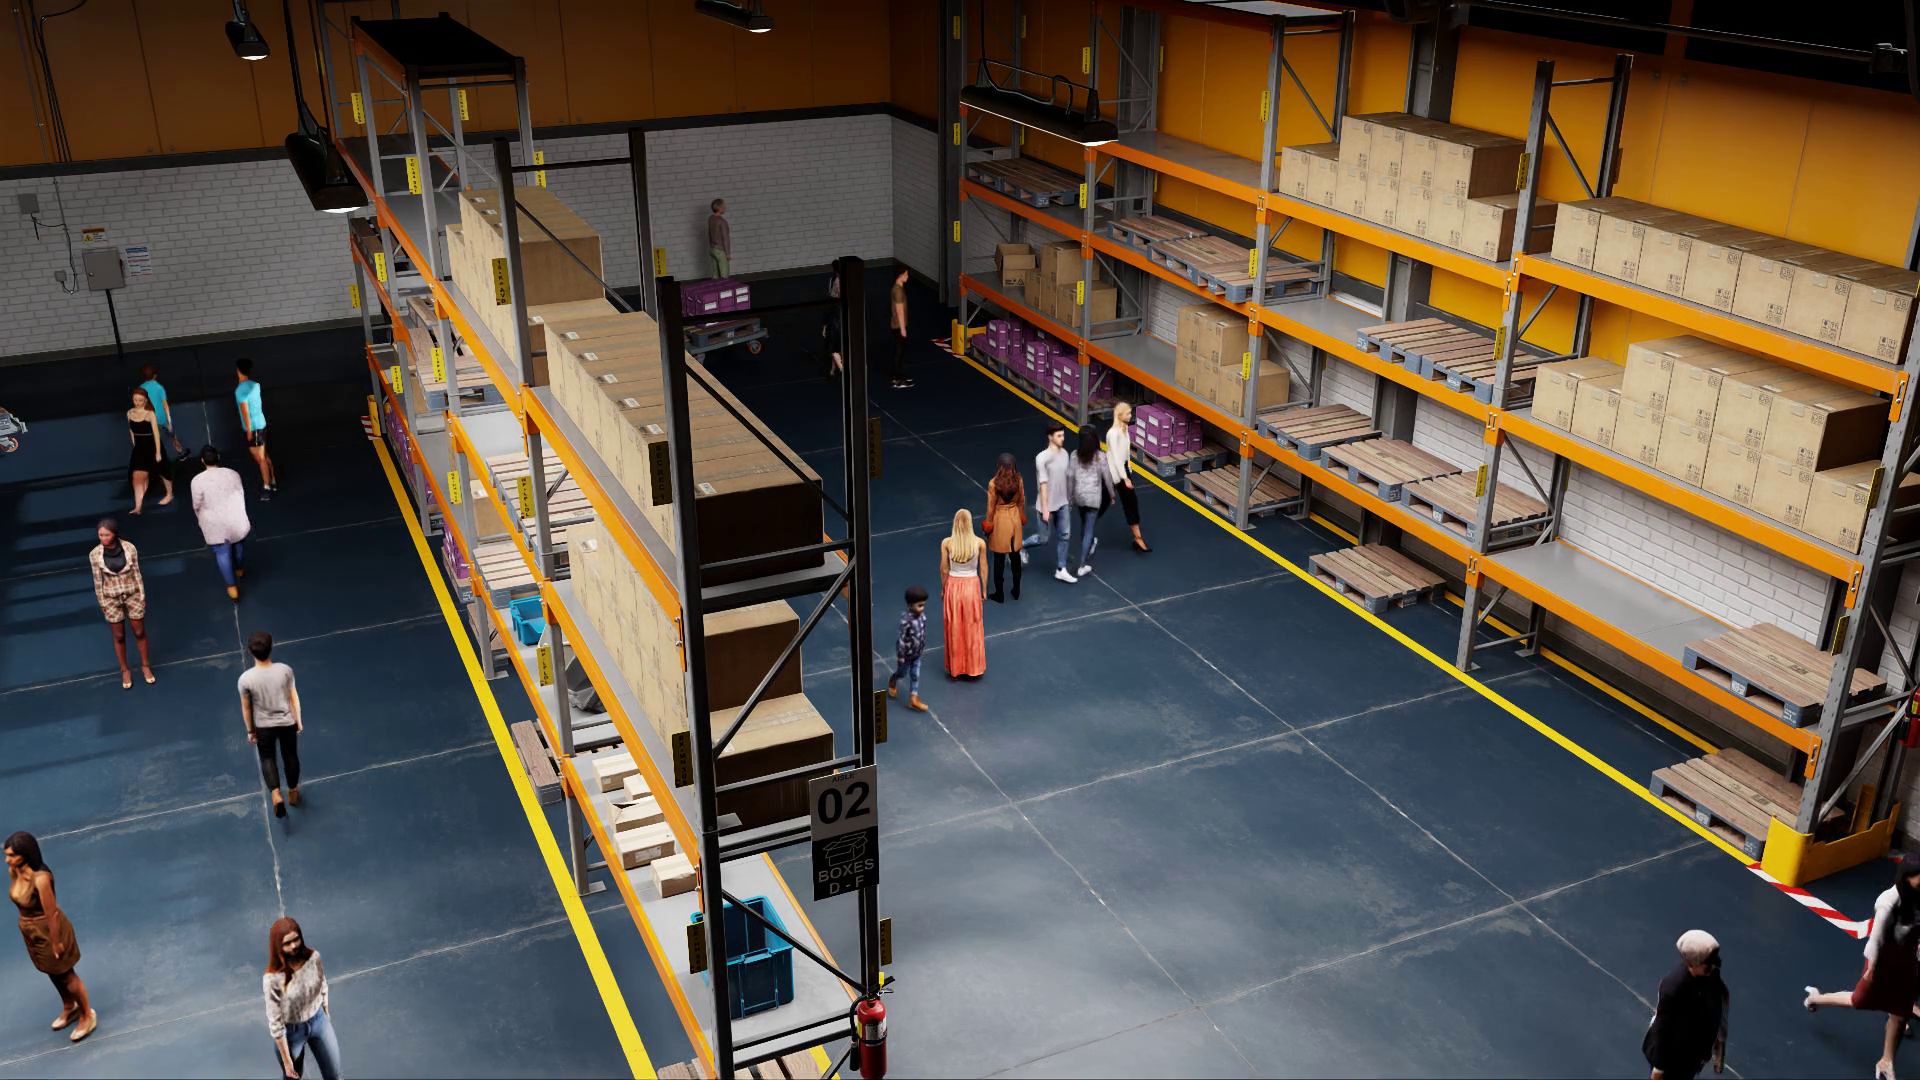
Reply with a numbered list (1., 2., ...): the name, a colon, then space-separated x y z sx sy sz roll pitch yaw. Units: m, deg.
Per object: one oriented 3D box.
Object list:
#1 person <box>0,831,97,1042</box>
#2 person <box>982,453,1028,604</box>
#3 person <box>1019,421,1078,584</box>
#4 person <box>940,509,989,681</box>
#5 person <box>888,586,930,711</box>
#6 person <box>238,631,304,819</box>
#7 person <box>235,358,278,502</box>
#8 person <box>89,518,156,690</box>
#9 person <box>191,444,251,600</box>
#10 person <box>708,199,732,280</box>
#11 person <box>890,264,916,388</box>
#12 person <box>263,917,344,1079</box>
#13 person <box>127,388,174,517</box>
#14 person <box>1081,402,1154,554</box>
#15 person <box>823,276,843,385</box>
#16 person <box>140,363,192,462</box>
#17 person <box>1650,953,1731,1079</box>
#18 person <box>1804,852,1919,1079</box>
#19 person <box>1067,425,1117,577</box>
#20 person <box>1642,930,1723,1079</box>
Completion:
1. person: -6.334 2.736 11.540 0.614 1.684 0.706 14 27 29
2. person: 0.496 -0.141 18.079 0.681 1.719 0.576 -10 25 -21
3. person: 0.961 -0.427 18.555 0.855 1.861 1.112 -21 31 -39
4. person: 0.030 0.538 16.421 0.727 1.801 0.752 3 24 6
5. person: -0.514 1.020 16.024 0.673 1.236 0.865 -17 29 -34
6. person: -5.828 1.585 14.144 0.600 1.707 0.879 -10 26 -22
7. person: -8.833 -1.381 20.879 0.896 1.748 0.632 -7 24 -15
8. person: -8.190 0.607 16.276 0.589 1.792 0.552 -13 27 -27
9. person: -8.054 -0.178 18.190 0.750 1.697 1.115 -13 27 -27
10. person: -4.191 -5.005 29.018 0.799 1.869 0.646 -19 30 -37
11. person: -0.912 -3.228 24.976 0.802 1.850 0.679 0 24 0
12. person: -4.257 3.124 10.637 0.836 1.697 1.106 -21 31 -40
13. person: -9.936 -1.128 20.505 0.948 1.584 1.128 4 24 9
14. person: 1.710 -0.699 19.247 1.220 1.804 0.999 14 27 29
15. person: -1.787 -3.053 24.755 0.665 1.706 1.061 -9 25 -21
16. person: -10.528 -1.581 21.740 0.799 1.424 0.951 2 24 4
17. person: 4.586 3.206 10.598 0.809 1.576 1.084 -3 24 -6
18. person: 6.207 2.843 11.242 0.609 1.726 1.040 -11 26 -24
19. person: 1.409 -0.412 18.737 1.116 1.688 1.163 10 26 22
20. person: 4.312 3.005 9.912 0.722 1.774 0.609 -13 27 -28
